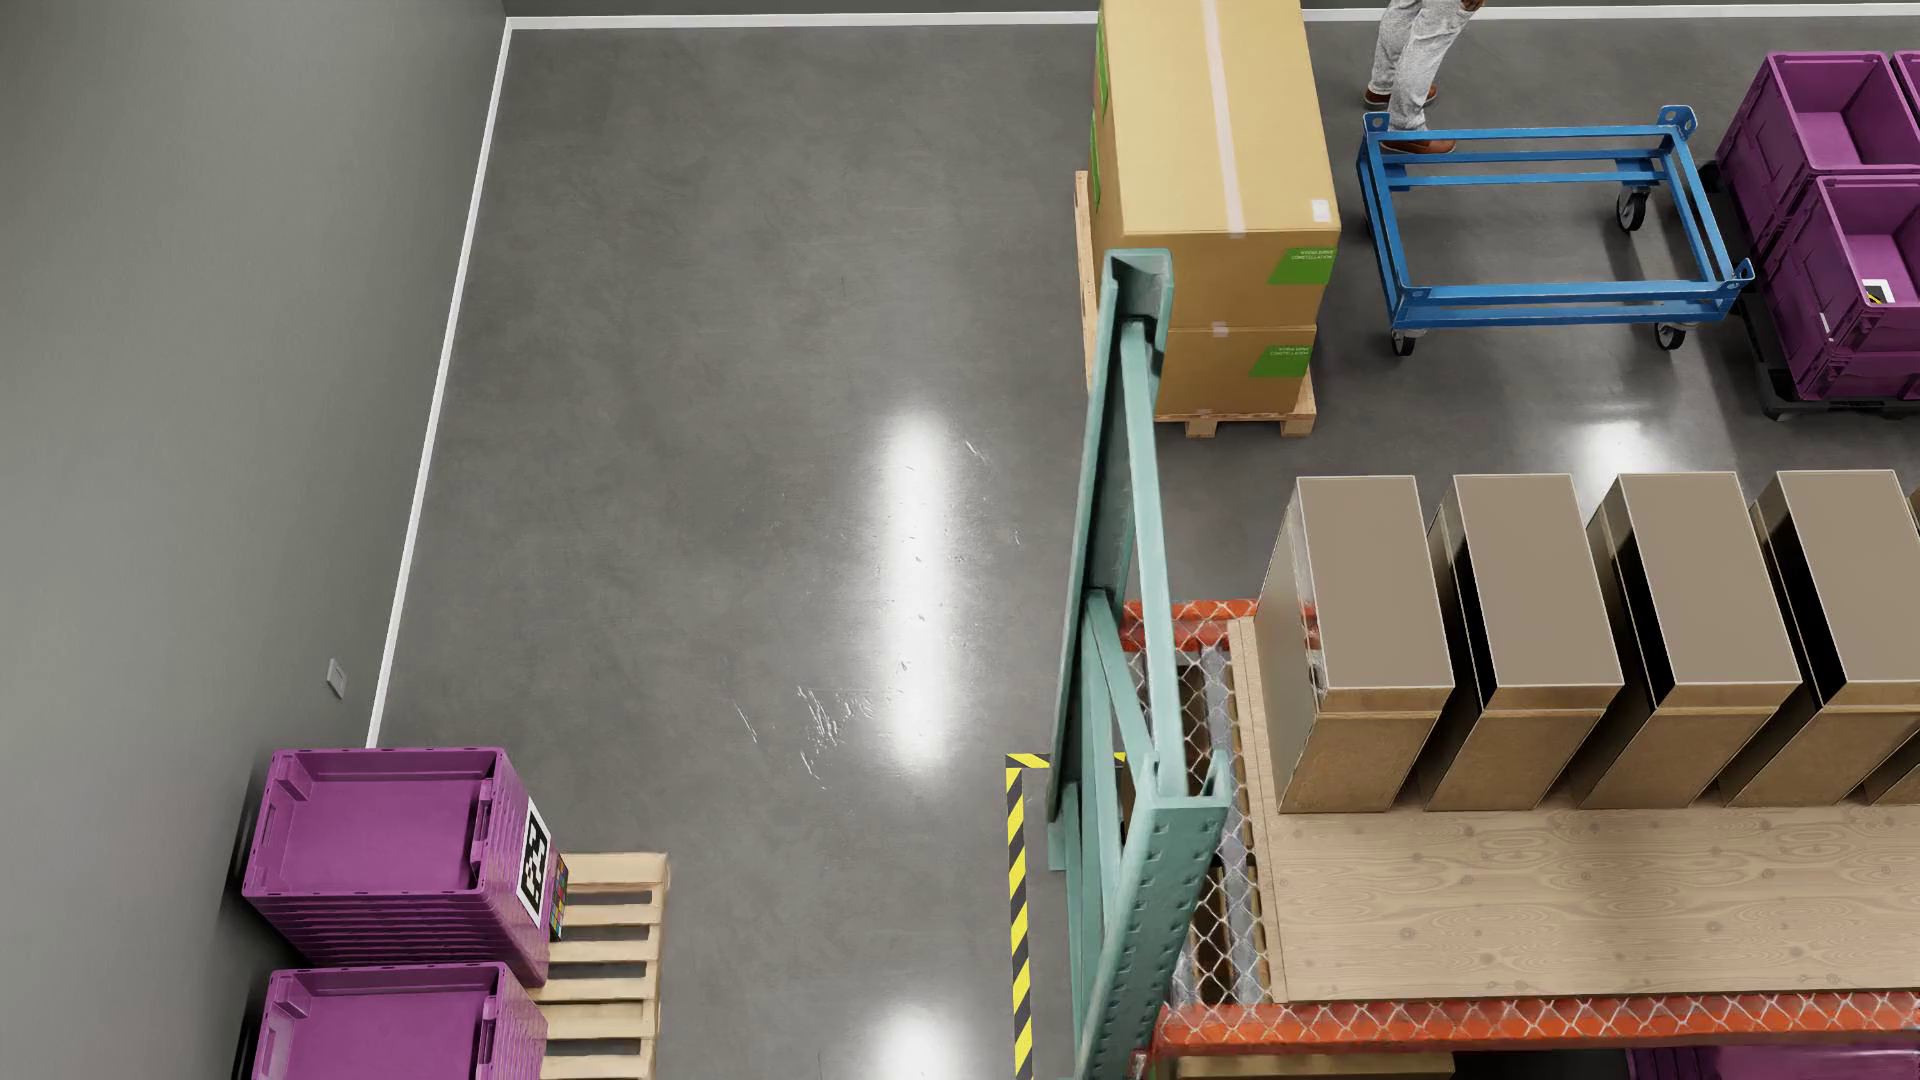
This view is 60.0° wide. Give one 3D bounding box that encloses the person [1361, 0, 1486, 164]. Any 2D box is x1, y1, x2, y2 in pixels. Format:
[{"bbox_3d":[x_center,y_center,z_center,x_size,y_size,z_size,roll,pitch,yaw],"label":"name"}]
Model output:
[{"bbox_3d":[1.834,-2.244,6.078,0.356,1.938,0.633,-2,58,-2],"label":"person"}]
